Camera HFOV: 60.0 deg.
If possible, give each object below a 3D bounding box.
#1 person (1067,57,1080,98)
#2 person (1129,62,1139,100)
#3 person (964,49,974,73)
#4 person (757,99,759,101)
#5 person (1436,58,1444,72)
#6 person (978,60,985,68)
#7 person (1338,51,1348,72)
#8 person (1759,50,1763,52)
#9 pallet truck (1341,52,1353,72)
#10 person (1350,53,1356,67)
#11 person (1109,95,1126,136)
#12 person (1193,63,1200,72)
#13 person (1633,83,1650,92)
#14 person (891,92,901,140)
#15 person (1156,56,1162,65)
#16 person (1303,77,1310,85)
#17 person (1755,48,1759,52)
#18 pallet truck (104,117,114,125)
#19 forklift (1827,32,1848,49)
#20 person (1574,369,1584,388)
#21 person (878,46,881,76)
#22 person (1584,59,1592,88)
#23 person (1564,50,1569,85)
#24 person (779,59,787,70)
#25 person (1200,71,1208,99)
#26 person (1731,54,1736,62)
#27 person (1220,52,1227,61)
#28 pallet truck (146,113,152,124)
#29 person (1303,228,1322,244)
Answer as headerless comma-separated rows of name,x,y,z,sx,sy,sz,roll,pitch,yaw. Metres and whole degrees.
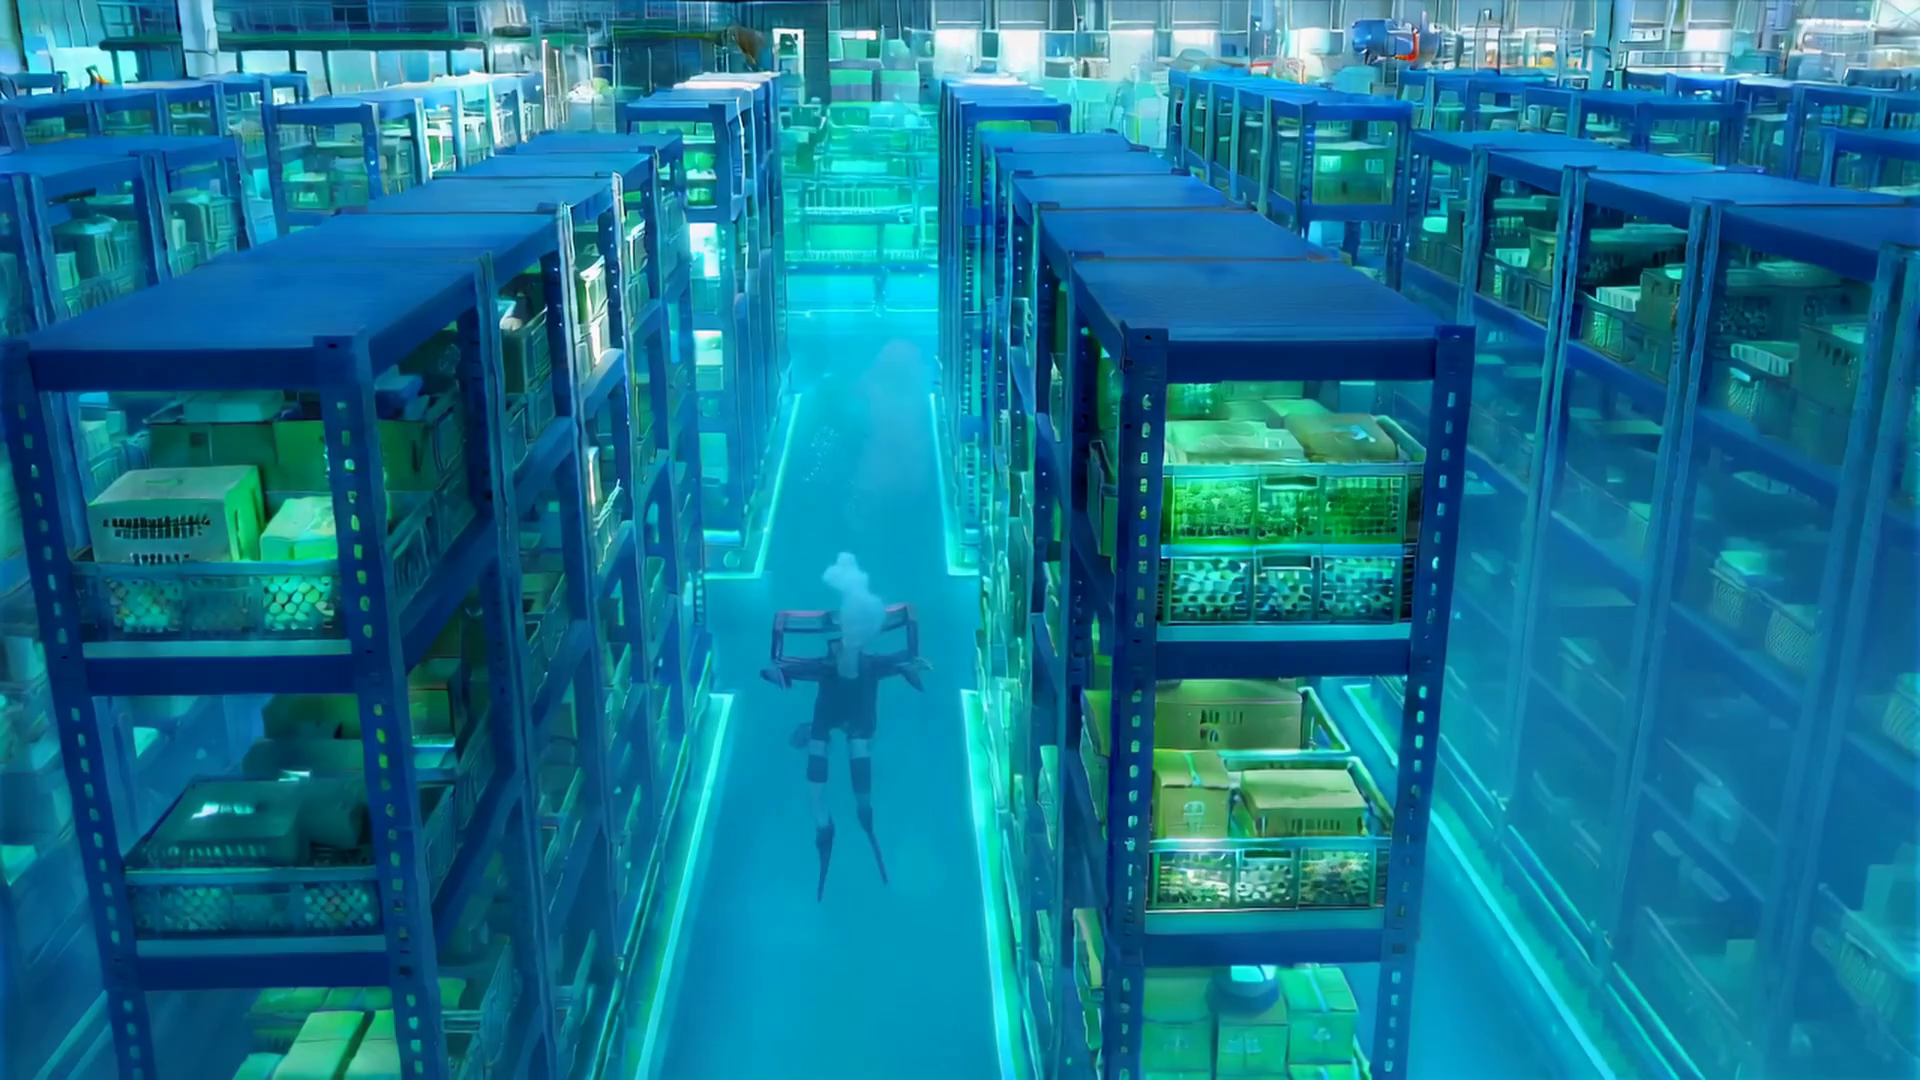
person,5.296,-21.671,77.917,0.608,1.890,0.691,10,20,28
person,7.597,-20.243,73.629,0.949,1.798,0.656,-6,19,-17
person,0.424,-25.413,89.427,0.613,1.927,0.621,15,23,39
person,-7.294,-16.160,60.915,0.836,1.863,0.594,4,18,11
person,23.363,-22.523,80.815,0.555,1.715,0.516,-5,19,-16
person,1.038,-20.696,75.005,0.645,1.827,0.462,13,22,34
person,19.520,-23.828,84.492,0.967,1.948,0.620,-12,22,-33
person,42.713,-25.247,88.992,0.643,1.896,1.014,10,20,28
pallet truck,18.794,-23.123,82.231,0.823,1.965,1.885,-13,22,-35
person,20.821,-24.942,88.238,0.329,1.765,0.525,12,22,34
person,4.372,-11.396,46.148,0.510,1.872,0.329,8,19,22
person,9.286,-17.771,65.623,0.601,2.035,0.410,4,18,13
person,24.423,-15.858,59.800,0.367,1.966,0.606,-14,22,-36
person,-1.874,-12.350,49.266,0.326,1.767,0.533,-6,19,-19
person,10.267,-24.161,85.940,0.352,1.690,0.557,0,18,-1
person,11.714,-14.789,56.599,0.556,1.906,0.912,13,22,35
person,43.503,-25.946,91.075,0.542,1.930,0.375,2,18,5
pallet truck,-18.367,-7.885,35.078,1.885,1.965,0.823,1,18,2
forklift,46.023,-25.321,87.619,1.129,2.768,1.873,-1,18,-2
person,4.285,-0.325,11.956,0.585,1.856,0.395,-13,22,-35
person,-4.367,-26.748,93.525,0.550,1.949,0.664,1,18,3
person,28.549,-20.970,75.813,0.351,1.846,0.507,-7,19,-20
person,32.724,-25.636,90.233,0.752,1.859,0.609,-5,19,-15
person,-9.650,-25.676,90.221,0.545,1.942,0.353,8,20,24
person,8.428,-15.196,57.632,0.684,2.000,0.536,-1,18,-3
person,42.784,-26.082,91.996,0.700,1.614,0.524,7,19,20
person,13.456,-23.911,84.851,0.591,1.890,0.919,-15,23,-38
pallet truck,-18.087,-8.309,36.390,1.885,1.965,0.823,-1,18,-4
person,3.772,-2.440,18.232,0.612,1.995,0.379,-9,20,-25
